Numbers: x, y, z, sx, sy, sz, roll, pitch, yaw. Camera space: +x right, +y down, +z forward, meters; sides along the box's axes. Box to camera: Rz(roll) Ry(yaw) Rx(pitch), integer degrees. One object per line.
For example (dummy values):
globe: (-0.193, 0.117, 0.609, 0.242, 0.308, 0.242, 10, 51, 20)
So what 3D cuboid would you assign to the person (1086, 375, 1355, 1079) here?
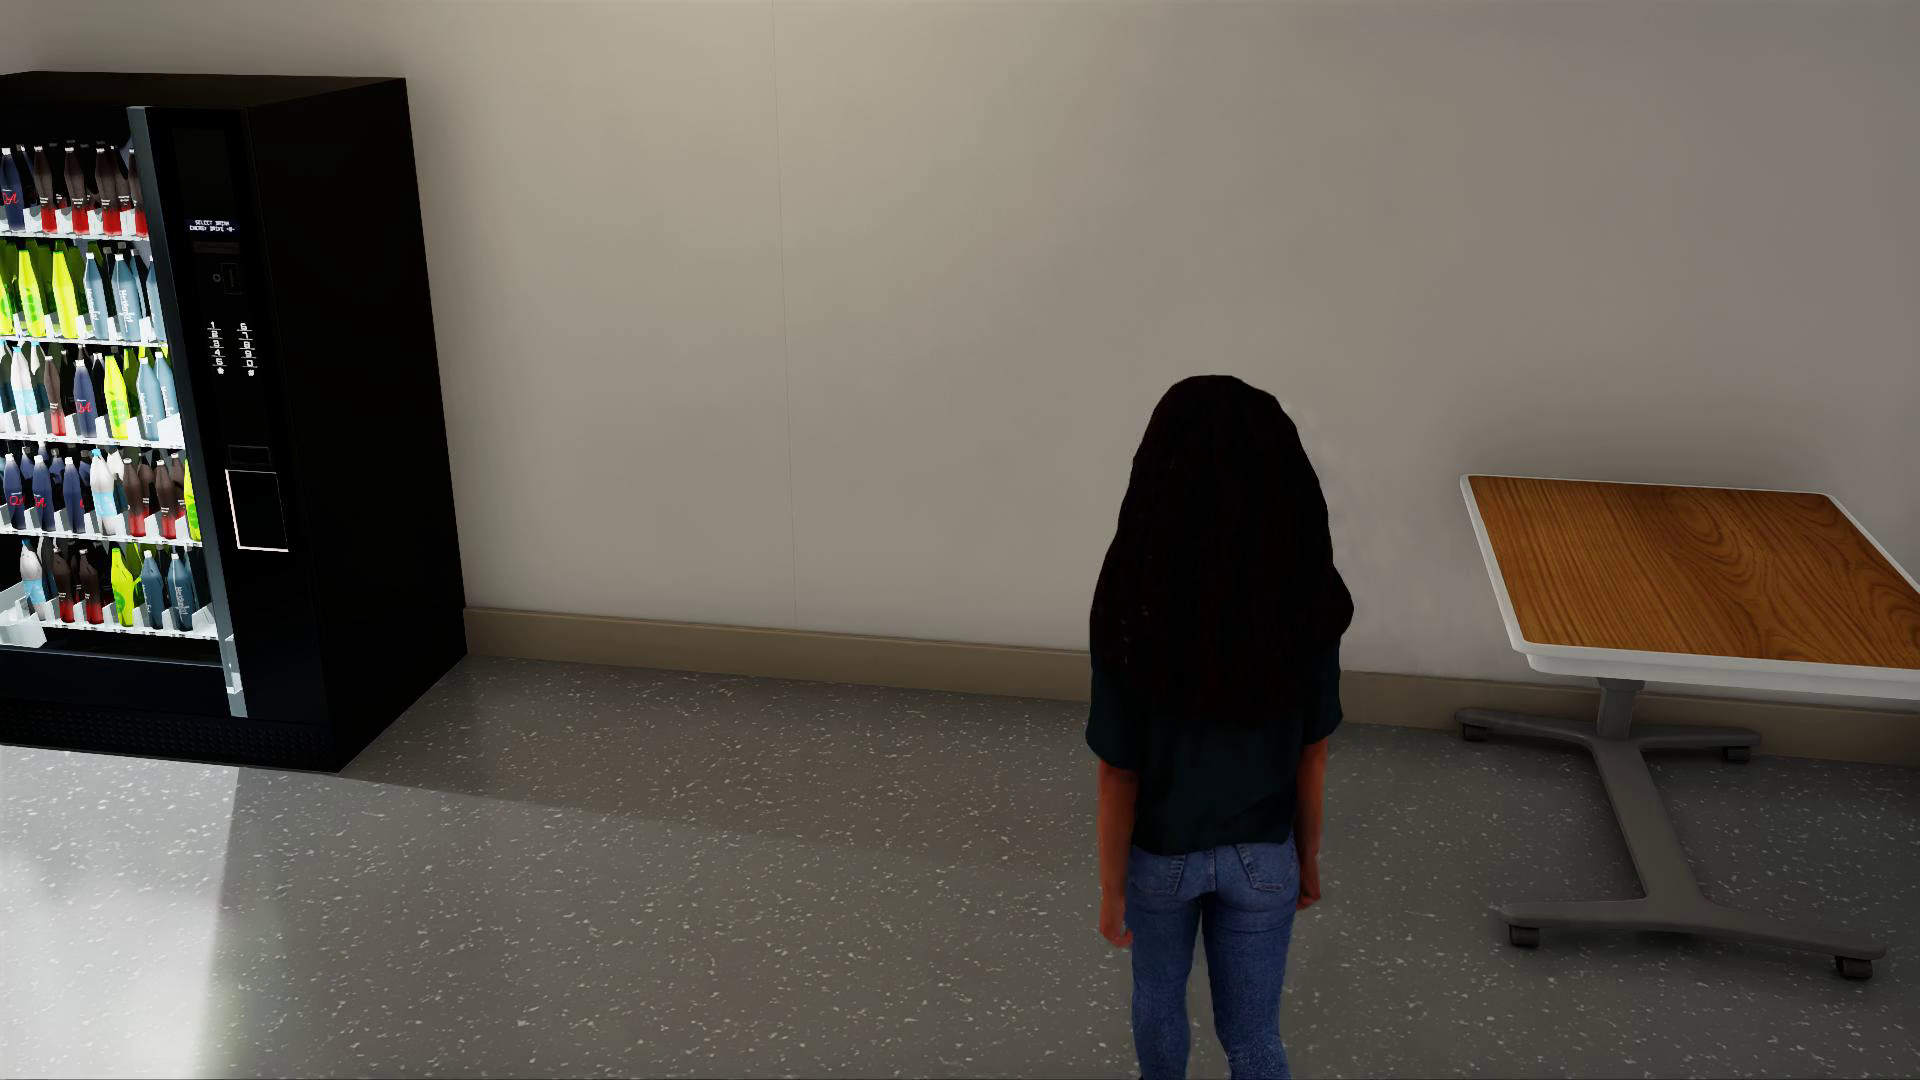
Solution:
person: (0.431, 0.549, 2.747, 1.000, 1.592, 0.808, -2, 21, -5)
